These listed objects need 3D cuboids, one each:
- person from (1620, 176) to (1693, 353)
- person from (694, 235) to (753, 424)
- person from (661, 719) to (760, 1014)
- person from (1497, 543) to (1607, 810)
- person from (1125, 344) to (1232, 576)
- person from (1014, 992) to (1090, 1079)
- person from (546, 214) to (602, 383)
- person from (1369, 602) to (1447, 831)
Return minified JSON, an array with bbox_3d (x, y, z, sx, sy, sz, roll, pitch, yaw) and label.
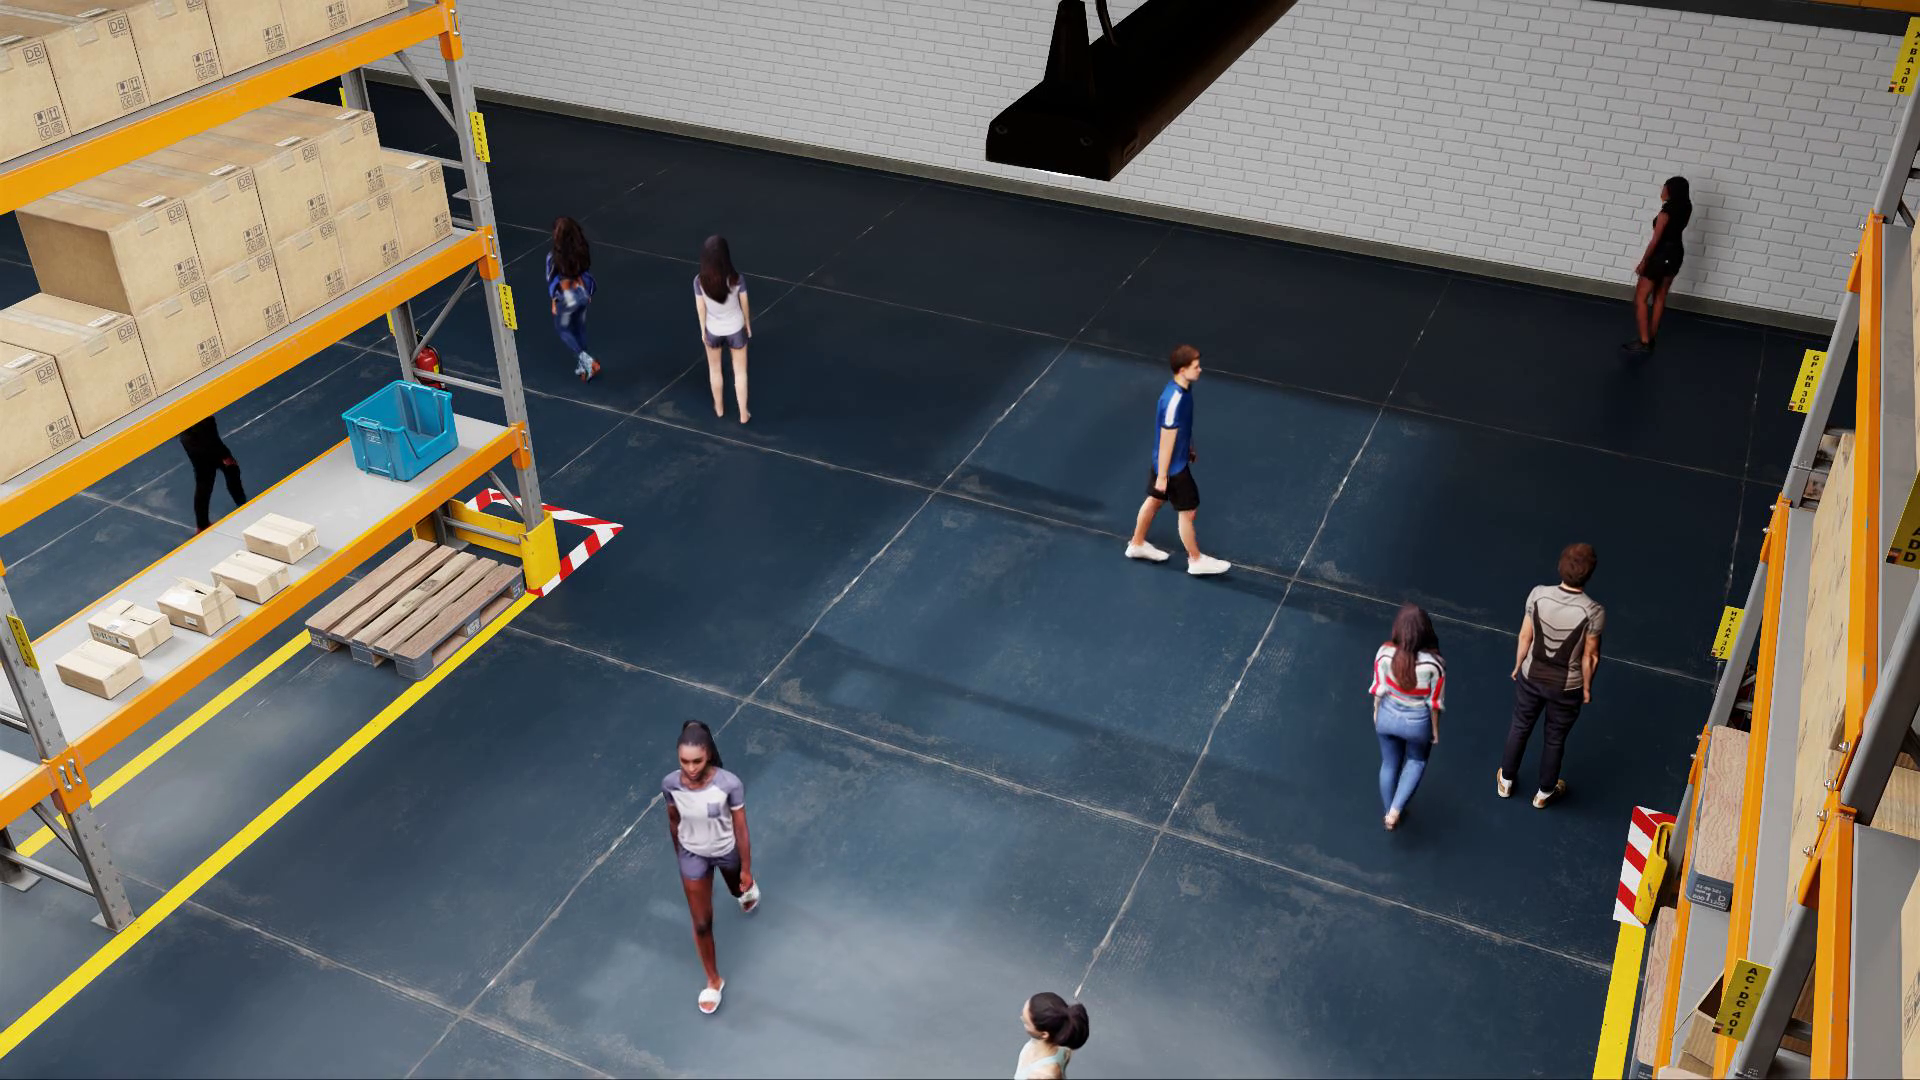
[{"bbox_3d":[6.485,-2.570,15.345,0.686,1.717,0.808,-11,35,-16],"label":"person"},{"bbox_3d":[-2.004,-1.791,14.181,0.726,1.708,0.771,-2,34,-4],"label":"person"},{"bbox_3d":[-1.310,1.652,9.014,0.928,1.693,1.234,1,34,2],"label":"person"},{"bbox_3d":[3.590,0.823,10.077,0.669,1.899,0.607,20,39,27],"label":"person"},{"bbox_3d":[1.465,-0.595,12.267,0.910,1.836,1.054,6,34,9],"label":"person"},{"bbox_3d":[0.358,2.647,7.452,0.682,1.766,0.574,8,35,12],"label":"person"},{"bbox_3d":[-3.406,-2.097,14.730,0.766,1.610,0.812,-29,43,-36],"label":"person"},{"bbox_3d":[2.620,1.123,9.897,0.623,1.598,0.664,18,38,25],"label":"person"}]
